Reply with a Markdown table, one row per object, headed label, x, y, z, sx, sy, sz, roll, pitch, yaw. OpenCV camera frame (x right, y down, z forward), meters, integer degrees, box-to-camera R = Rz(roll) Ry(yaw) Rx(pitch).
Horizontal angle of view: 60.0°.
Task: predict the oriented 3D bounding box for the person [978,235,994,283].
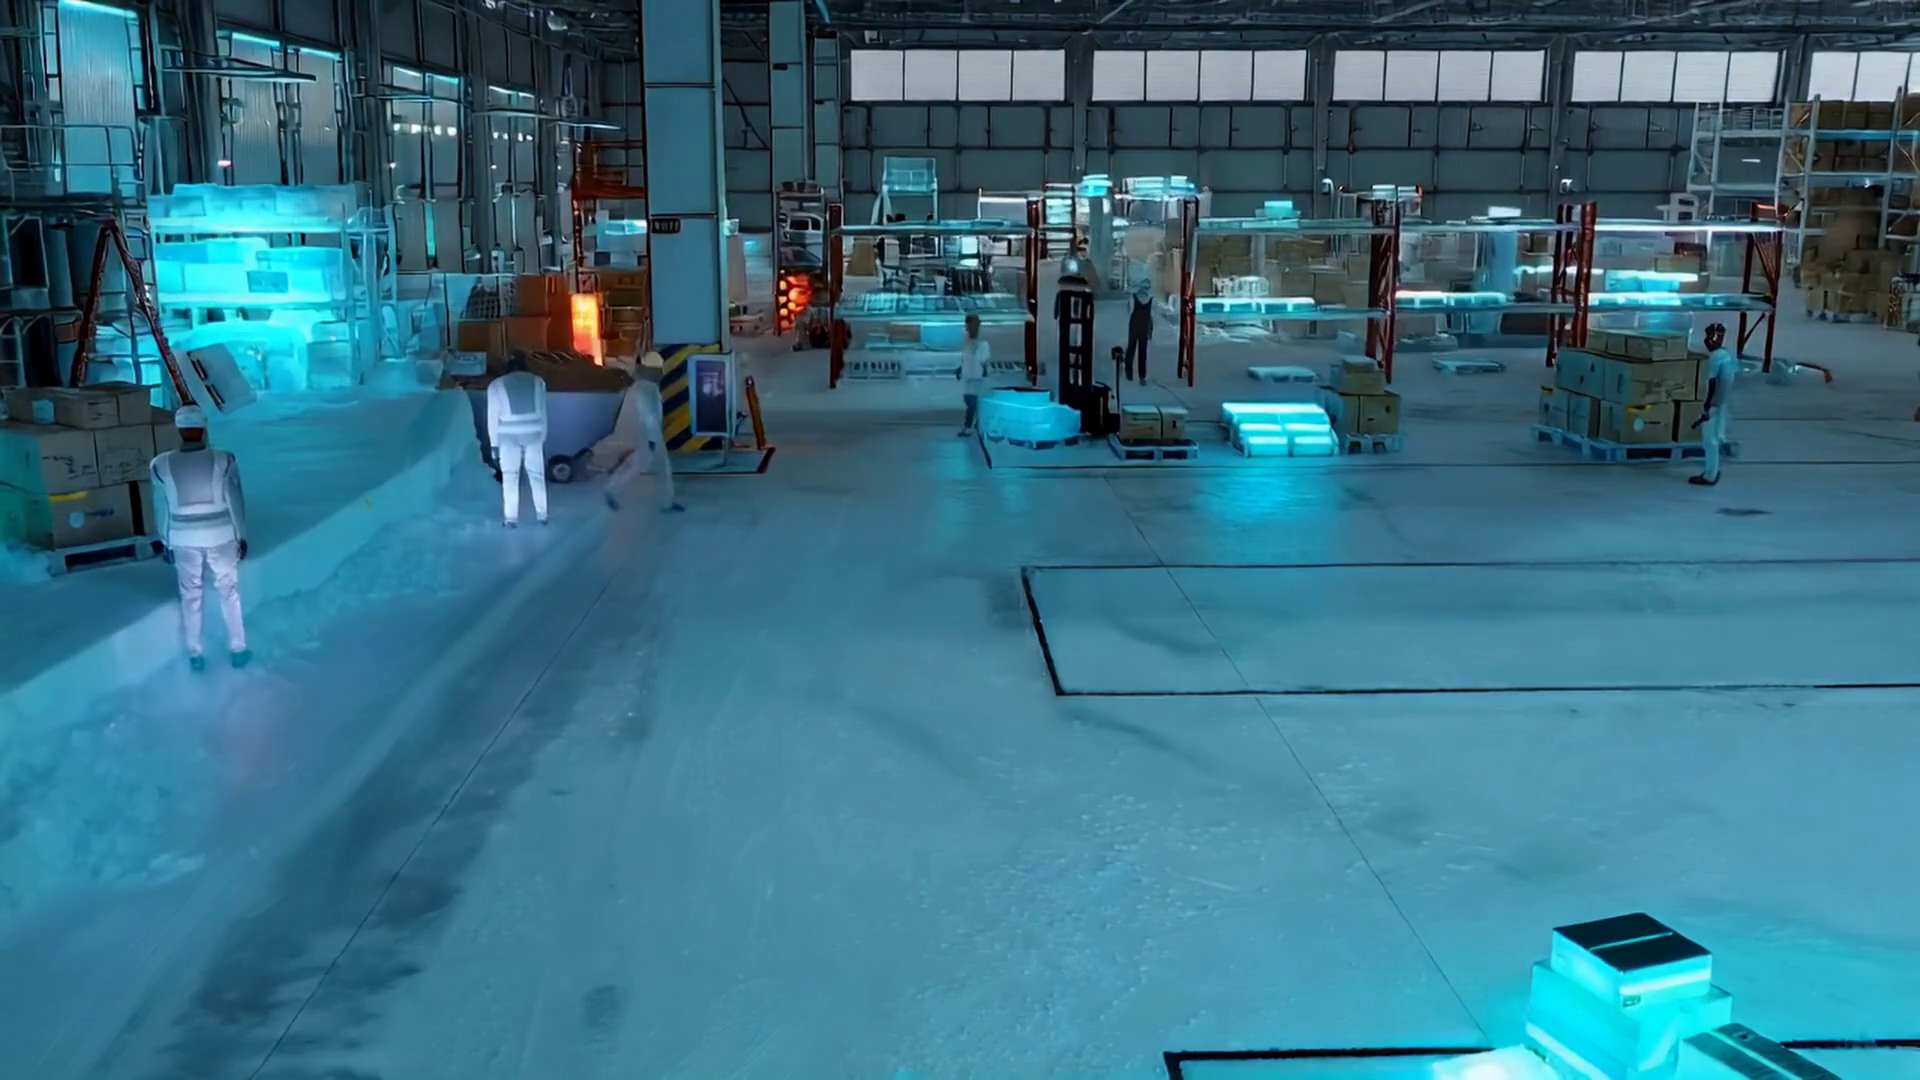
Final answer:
| label | x | y | z | sx | sy | sz | roll | pitch | yaw |
| --- | --- | --- | --- | --- | --- | --- | --- | --- | --- |
| person | 0.830 | -8.620 | 50.878 | 0.537 | 1.901 | 0.712 | 5 | 14 | 23 |

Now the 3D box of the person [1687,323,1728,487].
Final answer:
| label | x | y | z | sx | sy | sz | roll | pitch | yaw |
| --- | --- | --- | --- | --- | --- | --- | --- | --- | --- |
| person | 8.563 | -1.533 | 18.978 | 0.328 | 1.861 | 0.503 | 6 | 14 | 26 |

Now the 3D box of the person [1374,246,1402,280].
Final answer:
| label | x | y | z | sx | sy | sz | roll | pitch | yaw |
| --- | --- | --- | --- | --- | --- | --- | --- | --- | --- |
| person | 9.653 | -5.708 | 37.668 | 0.648 | 1.922 | 0.717 | 3 | 13 | 13 |

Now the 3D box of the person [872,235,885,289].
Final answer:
| label | x | y | z | sx | sy | sz | roll | pitch | yaw |
| --- | --- | --- | --- | --- | --- | --- | --- | --- | --- |
| person | -2.488 | -8.686 | 51.213 | 0.355 | 1.883 | 0.573 | -5 | 14 | -23 |

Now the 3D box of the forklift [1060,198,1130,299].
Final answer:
| label | x | y | z | sx | sy | sz | roll | pitch | yaw |
| --- | --- | --- | --- | --- | --- | --- | --- | --- | --- |
| forklift | 3.795 | -8.210 | 46.791 | 1.873 | 2.768 | 1.129 | 0 | 12 | -2 |

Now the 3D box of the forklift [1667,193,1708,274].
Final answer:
| label | x | y | z | sx | sy | sz | roll | pitch | yaw |
| --- | --- | --- | --- | --- | --- | --- | --- | --- | --- |
| forklift | 24.784 | -10.478 | 57.027 | 1.129 | 2.768 | 1.873 | 0 | 12 | -2 |

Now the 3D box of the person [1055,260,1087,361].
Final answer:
| label | x | y | z | sx | sy | sz | roll | pitch | yaw |
| --- | --- | --- | --- | --- | --- | --- | --- | --- | --- |
| person | 2.111 | -4.351 | 31.560 | 0.623 | 1.909 | 0.427 | 0 | 12 | 1 |

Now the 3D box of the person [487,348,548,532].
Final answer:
| label | x | y | z | sx | sy | sz | roll | pitch | yaw |
| --- | --- | --- | --- | --- | --- | --- | --- | --- | --- |
| person | -4.418 | -1.000 | 16.636 | 0.624 | 1.835 | 0.431 | -9 | 15 | -35 |

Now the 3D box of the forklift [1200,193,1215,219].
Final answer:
| label | x | y | z | sx | sy | sz | roll | pitch | yaw |
| --- | --- | --- | --- | --- | --- | --- | --- | --- | --- |
| forklift | 8.381 | -10.423 | 56.779 | 1.873 | 2.768 | 1.129 | 3 | 13 | 13 |

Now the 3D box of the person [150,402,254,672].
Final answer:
| label | x | y | z | sx | sy | sz | roll | pitch | yaw |
| --- | --- | --- | --- | --- | --- | --- | --- | --- | --- |
| person | -5.425 | -0.018 | 11.921 | 0.603 | 1.949 | 0.389 | -4 | 13 | -16 |

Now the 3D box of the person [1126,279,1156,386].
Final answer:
| label | x | y | z | sx | sy | sz | roll | pitch | yaw |
| --- | --- | --- | --- | --- | --- | --- | --- | --- | --- |
| person | 3.031 | -3.535 | 28.187 | 0.546 | 1.785 | 0.969 | -1 | 13 | -6 |

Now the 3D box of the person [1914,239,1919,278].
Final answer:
| label | x | y | z | sx | sy | sz | roll | pitch | yaw |
| --- | --- | --- | --- | --- | --- | --- | --- | --- | --- |
| person | 25.810 | -7.247 | 44.642 | 0.613 | 1.908 | 0.440 | -9 | 15 | -34 |

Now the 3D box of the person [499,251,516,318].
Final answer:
| label | x | y | z | sx | sy | sz | roll | pitch | yaw |
| --- | --- | --- | --- | --- | --- | --- | --- | --- | --- |
| person | -11.130 | -6.258 | 40.824 | 0.313 | 1.634 | 0.514 | -10 | 16 | -37 |

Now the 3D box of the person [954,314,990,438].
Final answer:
| label | x | y | z | sx | sy | sz | roll | pitch | yaw |
| --- | --- | --- | --- | --- | --- | --- | --- | --- | --- |
| person | 0.210 | -2.245 | 22.612 | 0.780 | 1.672 | 0.539 | -9 | 15 | -36 |

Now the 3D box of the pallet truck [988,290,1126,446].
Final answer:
| label | x | y | z | sx | sy | sz | roll | pitch | yaw |
| --- | --- | --- | --- | --- | --- | --- | --- | --- | --- |
| pallet truck | 1.257 | -2.299 | 22.111 | 1.885 | 1.965 | 0.823 | -9 | 15 | -35 |

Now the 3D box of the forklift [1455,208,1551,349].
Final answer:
| label | x | y | z | sx | sy | sz | roll | pitch | yaw |
| --- | --- | --- | --- | --- | --- | --- | --- | --- | --- |
| forklift | 10.955 | -5.306 | 33.676 | 1.873 | 2.768 | 1.129 | 0 | 12 | -2 |

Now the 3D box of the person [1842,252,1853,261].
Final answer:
| label | x | y | z | sx | sy | sz | roll | pitch | yaw |
| --- | --- | --- | --- | --- | --- | --- | --- | --- | --- |
| person | 29.547 | -9.400 | 55.097 | 0.842 | 1.592 | 0.530 | -9 | 15 | -36 |

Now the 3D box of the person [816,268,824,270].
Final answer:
| label | x | y | z | sx | sy | sz | roll | pitch | yaw |
| --- | --- | --- | --- | --- | --- | --- | --- | --- | --- |
| person | -3.773 | -7.182 | 44.440 | 0.695 | 1.885 | 0.367 | -5 | 13 | -20 |

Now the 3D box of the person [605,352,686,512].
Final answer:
| label | x | y | z | sx | sy | sz | roll | pitch | yaw |
| --- | --- | --- | --- | --- | --- | --- | --- | --- | --- |
| person | -3.319 | -1.118 | 17.418 | 0.762 | 1.710 | 0.478 | 2 | 13 | 8 |

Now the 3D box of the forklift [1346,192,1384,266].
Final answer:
| label | x | y | z | sx | sy | sz | roll | pitch | yaw |
| --- | --- | --- | --- | --- | --- | --- | --- | --- | --- |
| forklift | 14.687 | -11.098 | 59.826 | 1.129 | 2.768 | 1.873 | 0 | 12 | -2 |
